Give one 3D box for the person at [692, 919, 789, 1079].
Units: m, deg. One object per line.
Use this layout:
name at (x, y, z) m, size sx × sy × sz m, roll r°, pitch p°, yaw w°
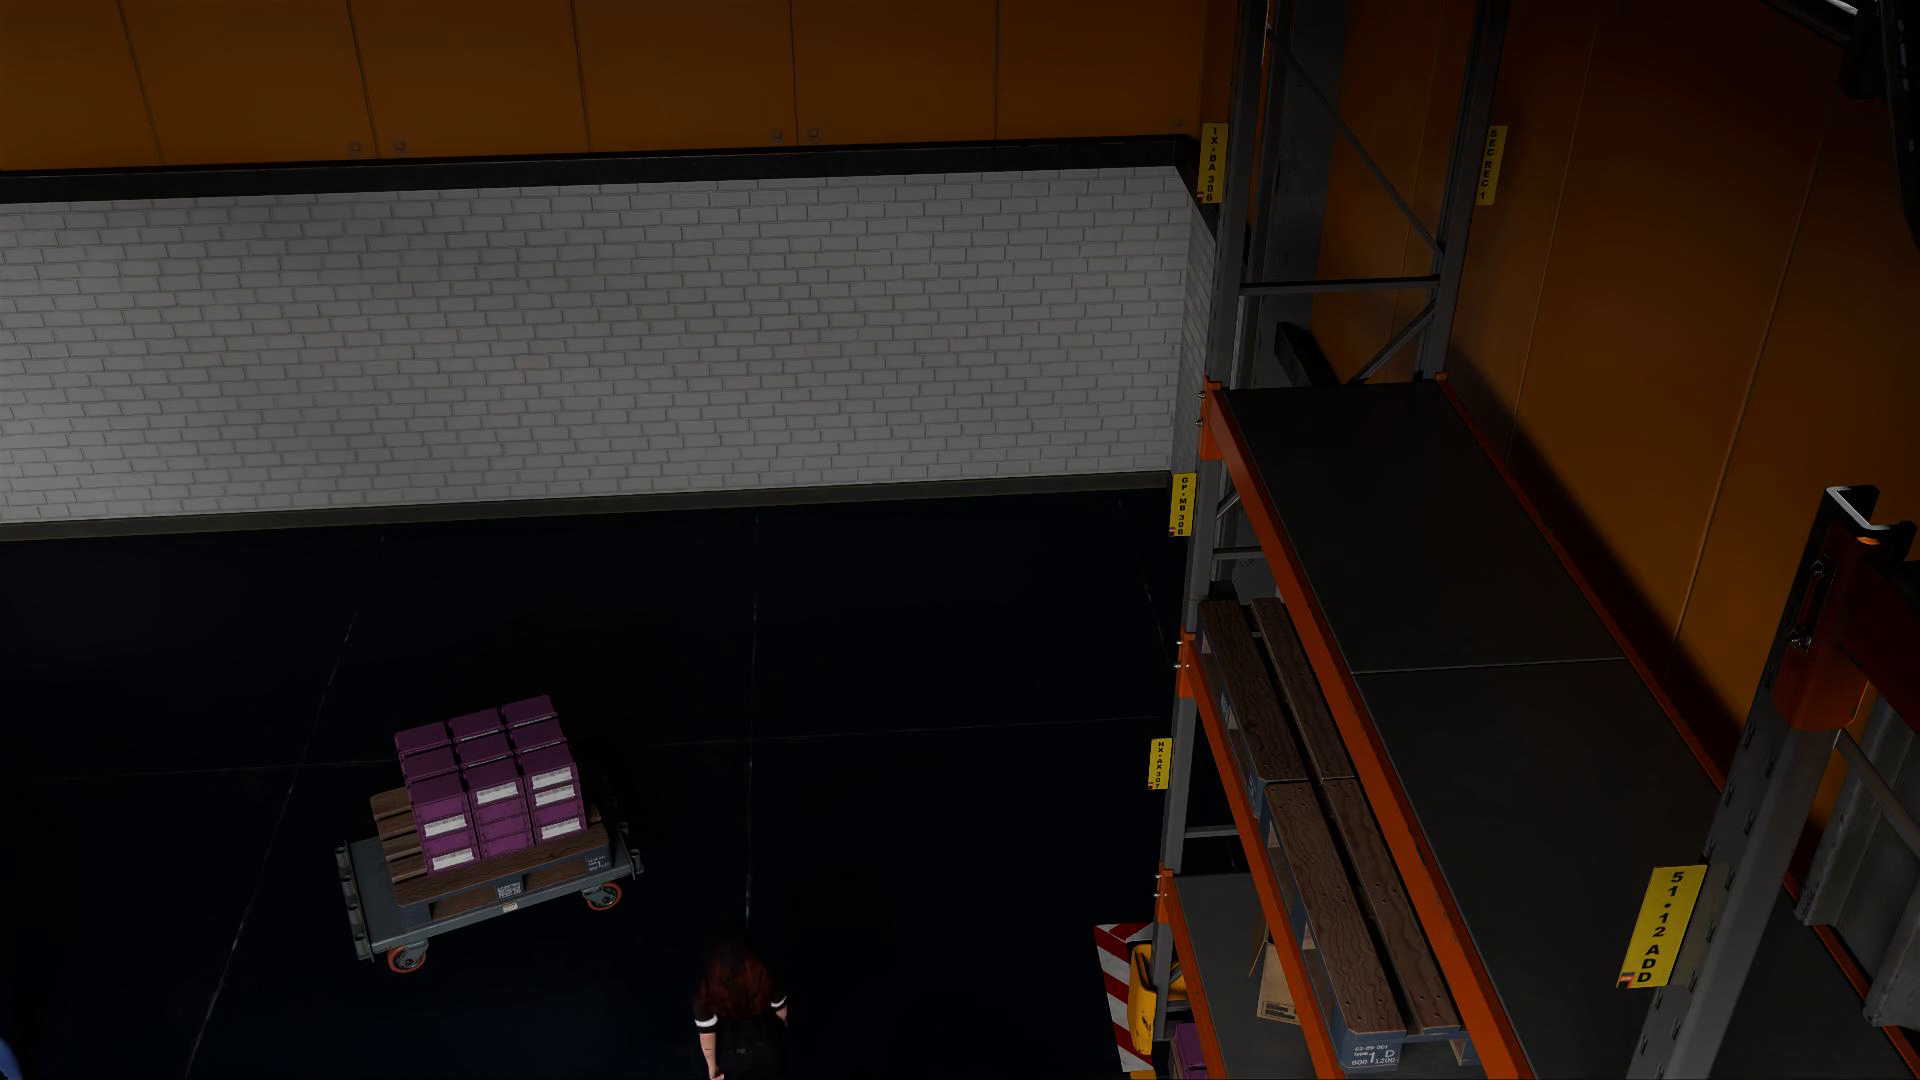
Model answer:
person at (-1.016, 2.548, 8.082) m, size 0.656 × 1.595 × 1.099 m, roll -5°, pitch 34°, yaw -8°
